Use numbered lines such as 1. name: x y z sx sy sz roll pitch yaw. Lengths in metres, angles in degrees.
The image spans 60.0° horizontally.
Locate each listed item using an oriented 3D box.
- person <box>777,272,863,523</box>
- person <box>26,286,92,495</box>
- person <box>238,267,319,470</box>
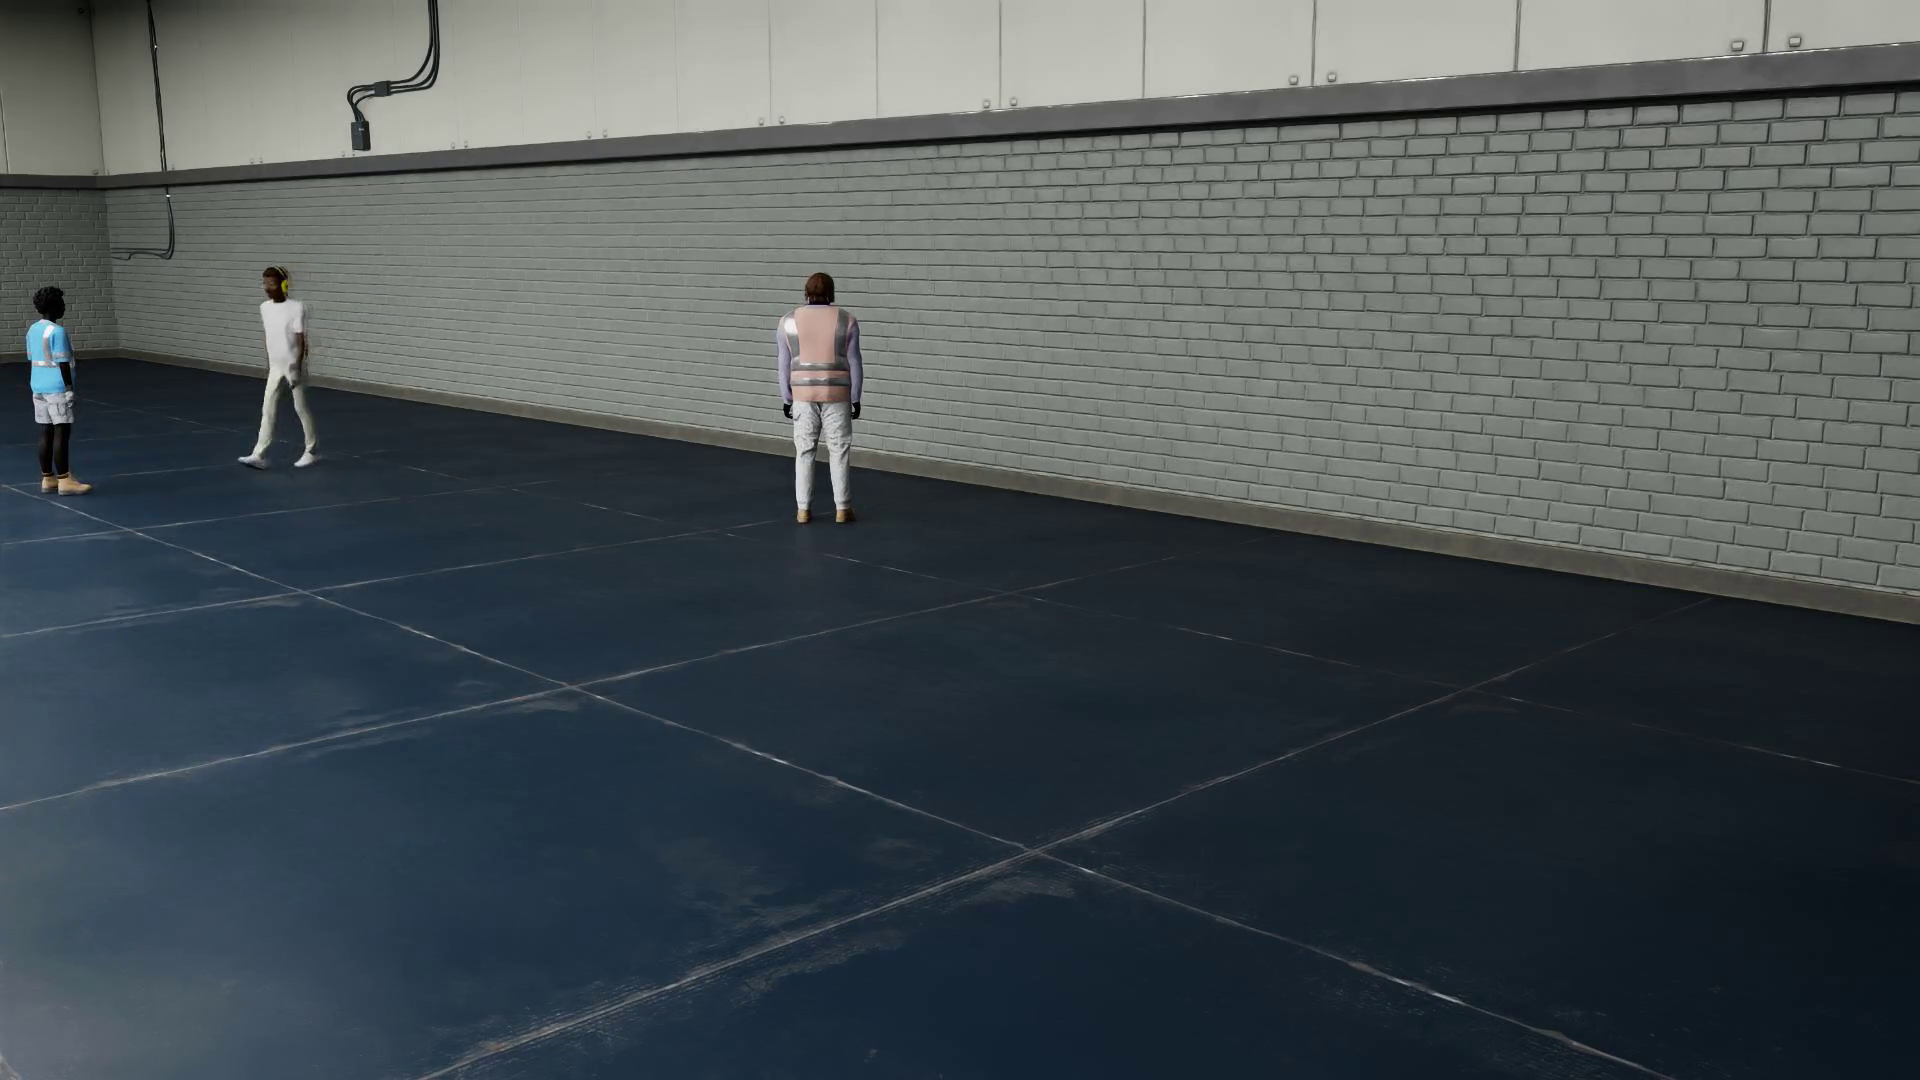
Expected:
1. person: -1.022 -1.049 12.293 0.625 1.844 0.429 1 10 3
2. person: -7.425 -1.227 13.654 0.540 1.695 0.317 8 13 36
3. person: -6.124 -1.524 14.938 0.515 1.817 0.982 3 11 17
